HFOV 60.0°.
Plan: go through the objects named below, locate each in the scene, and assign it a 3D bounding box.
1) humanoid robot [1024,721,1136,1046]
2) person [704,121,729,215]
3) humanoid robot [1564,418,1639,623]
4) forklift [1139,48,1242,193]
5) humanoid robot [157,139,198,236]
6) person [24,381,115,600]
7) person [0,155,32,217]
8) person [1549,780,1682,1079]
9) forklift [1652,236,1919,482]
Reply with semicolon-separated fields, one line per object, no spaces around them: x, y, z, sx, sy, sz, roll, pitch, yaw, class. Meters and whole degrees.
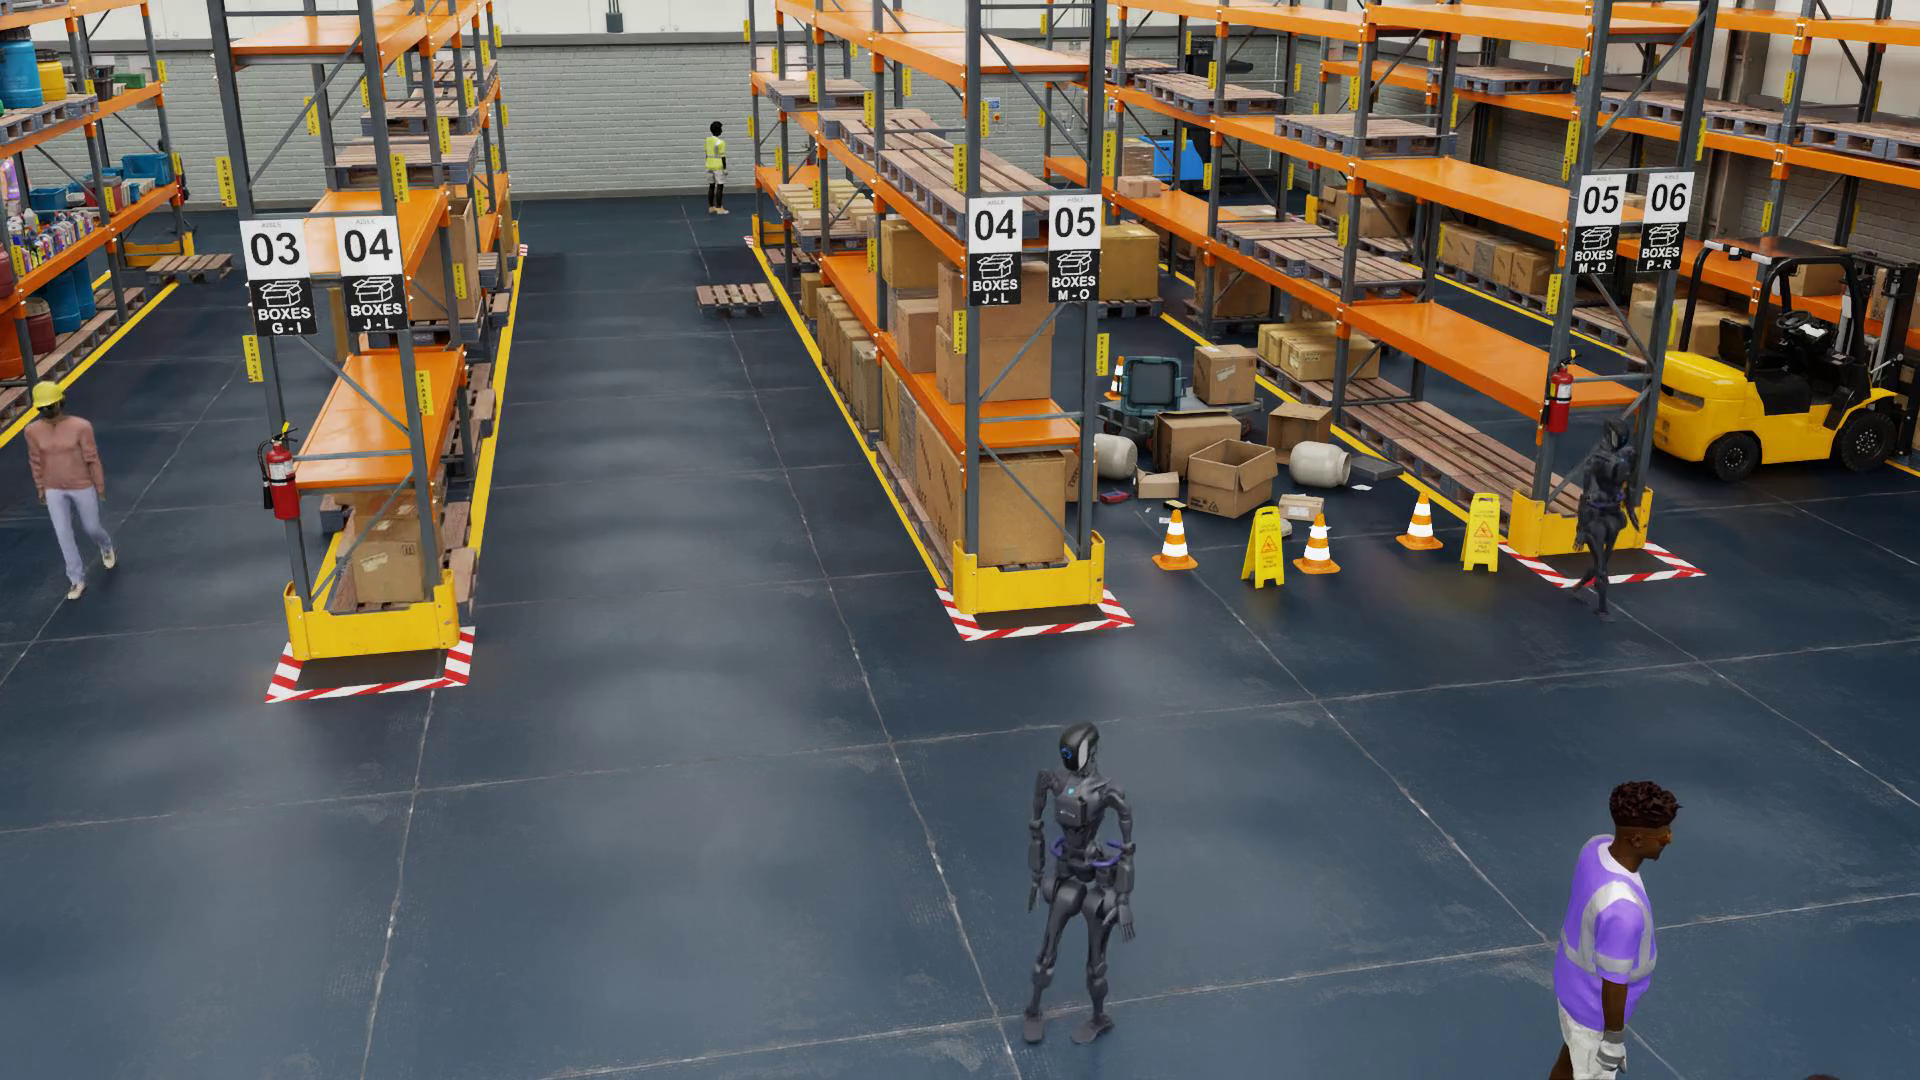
0.575;1.623;7.809;0.585;1.645;0.364;13;24;31;humanoid robot
-4.477;-6.833;30.562;0.540;1.685;0.320;17;26;38;person
4.909;-0.192;12.769;0.642;1.638;0.603;-8;22;-20;humanoid robot
4.566;-8.313;32.860;1.873;2.768;1.129;-4;21;-12;forklift
-13.412;-6.040;28.496;0.686;1.635;0.609;7;22;19;humanoid robot
-7.099;-0.447;13.280;0.530;1.741;0.656;-4;21;-11;person
-15.367;-5.565;27.152;0.347;1.688;0.491;12;23;29;person
2.620;1.855;6.795;0.370;1.958;0.596;3;21;9;person
8.013;-1.814;16.330;2.313;2.155;1.214;-4;21;-12;forklift
